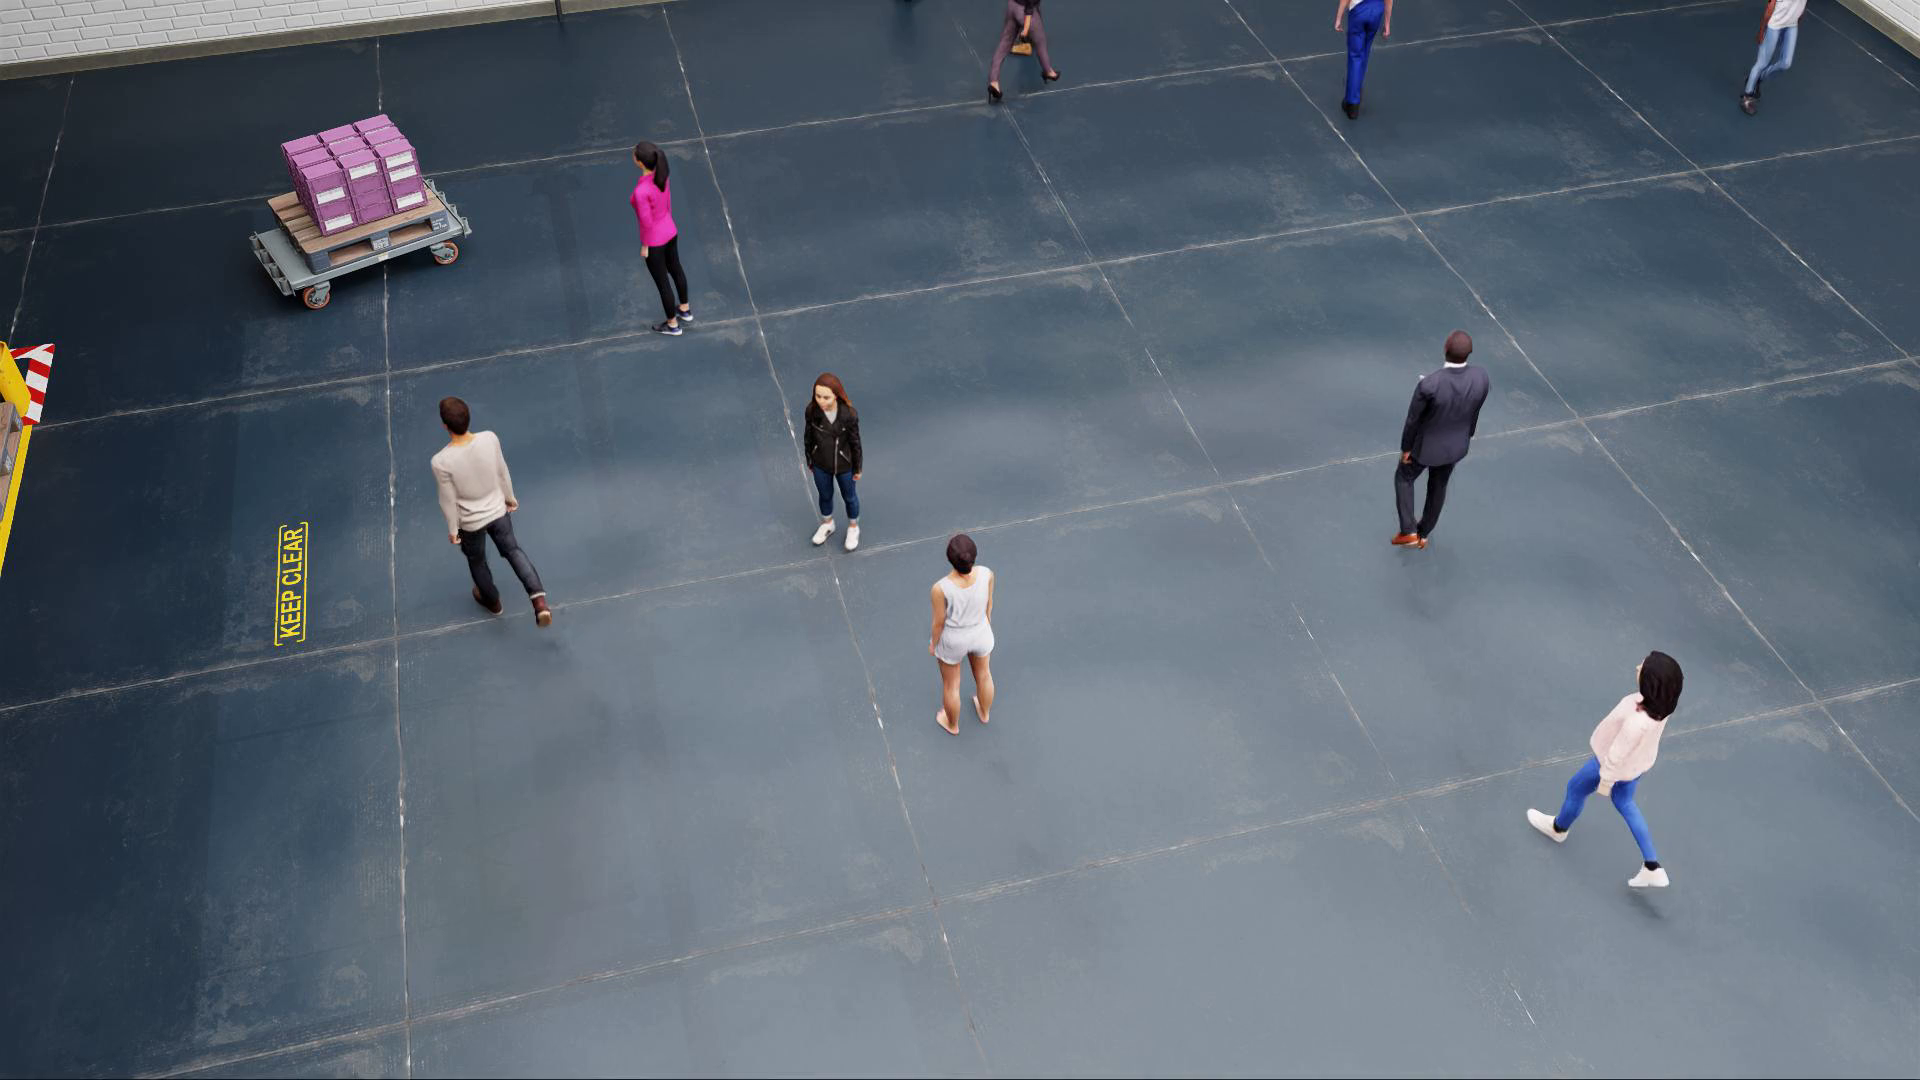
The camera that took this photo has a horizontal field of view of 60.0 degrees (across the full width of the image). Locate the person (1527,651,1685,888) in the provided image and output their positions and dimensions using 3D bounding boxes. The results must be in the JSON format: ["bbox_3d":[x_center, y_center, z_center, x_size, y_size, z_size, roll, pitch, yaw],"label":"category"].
[{"bbox_3d":[3.781,1.304,9.324,0.939,1.742,1.212,-28,50,-27],"label":"person"}]

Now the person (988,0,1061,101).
[{"bbox_3d":[0.516,-4.989,16.018,0.947,1.620,1.088,-30,51,-27],"label":"person"}]

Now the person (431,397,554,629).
[{"bbox_3d":[-3.035,-0.116,10.736,1.154,1.851,0.980,34,53,30],"label":"person"}]

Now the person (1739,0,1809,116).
[{"bbox_3d":[7.784,-4.927,15.888,0.615,1.710,0.671,-8,44,-8],"label":"person"}]

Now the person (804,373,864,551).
[{"bbox_3d":[-0.865,-0.560,11.470,0.631,1.481,0.630,8,44,8],"label":"person"}]

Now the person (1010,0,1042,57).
[{"bbox_3d":[0.681,-5.741,16.739,0.756,1.714,0.695,21,48,21],"label":"person"}]

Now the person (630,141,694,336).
[{"bbox_3d":[-2.387,-2.409,13.253,0.749,1.698,0.671,16,46,16],"label":"person"}]

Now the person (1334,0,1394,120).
[{"bbox_3d":[3.856,-4.883,15.756,0.733,1.828,0.962,-5,44,-5],"label":"person"}]

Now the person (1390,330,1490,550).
[{"bbox_3d":[3.258,-0.593,11.268,0.753,1.808,0.727,-2,44,-3],"label":"person"}]

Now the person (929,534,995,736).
[{"bbox_3d":[0.017,0.581,10.180,0.600,1.608,0.562,-18,46,-18],"label":"person"}]
